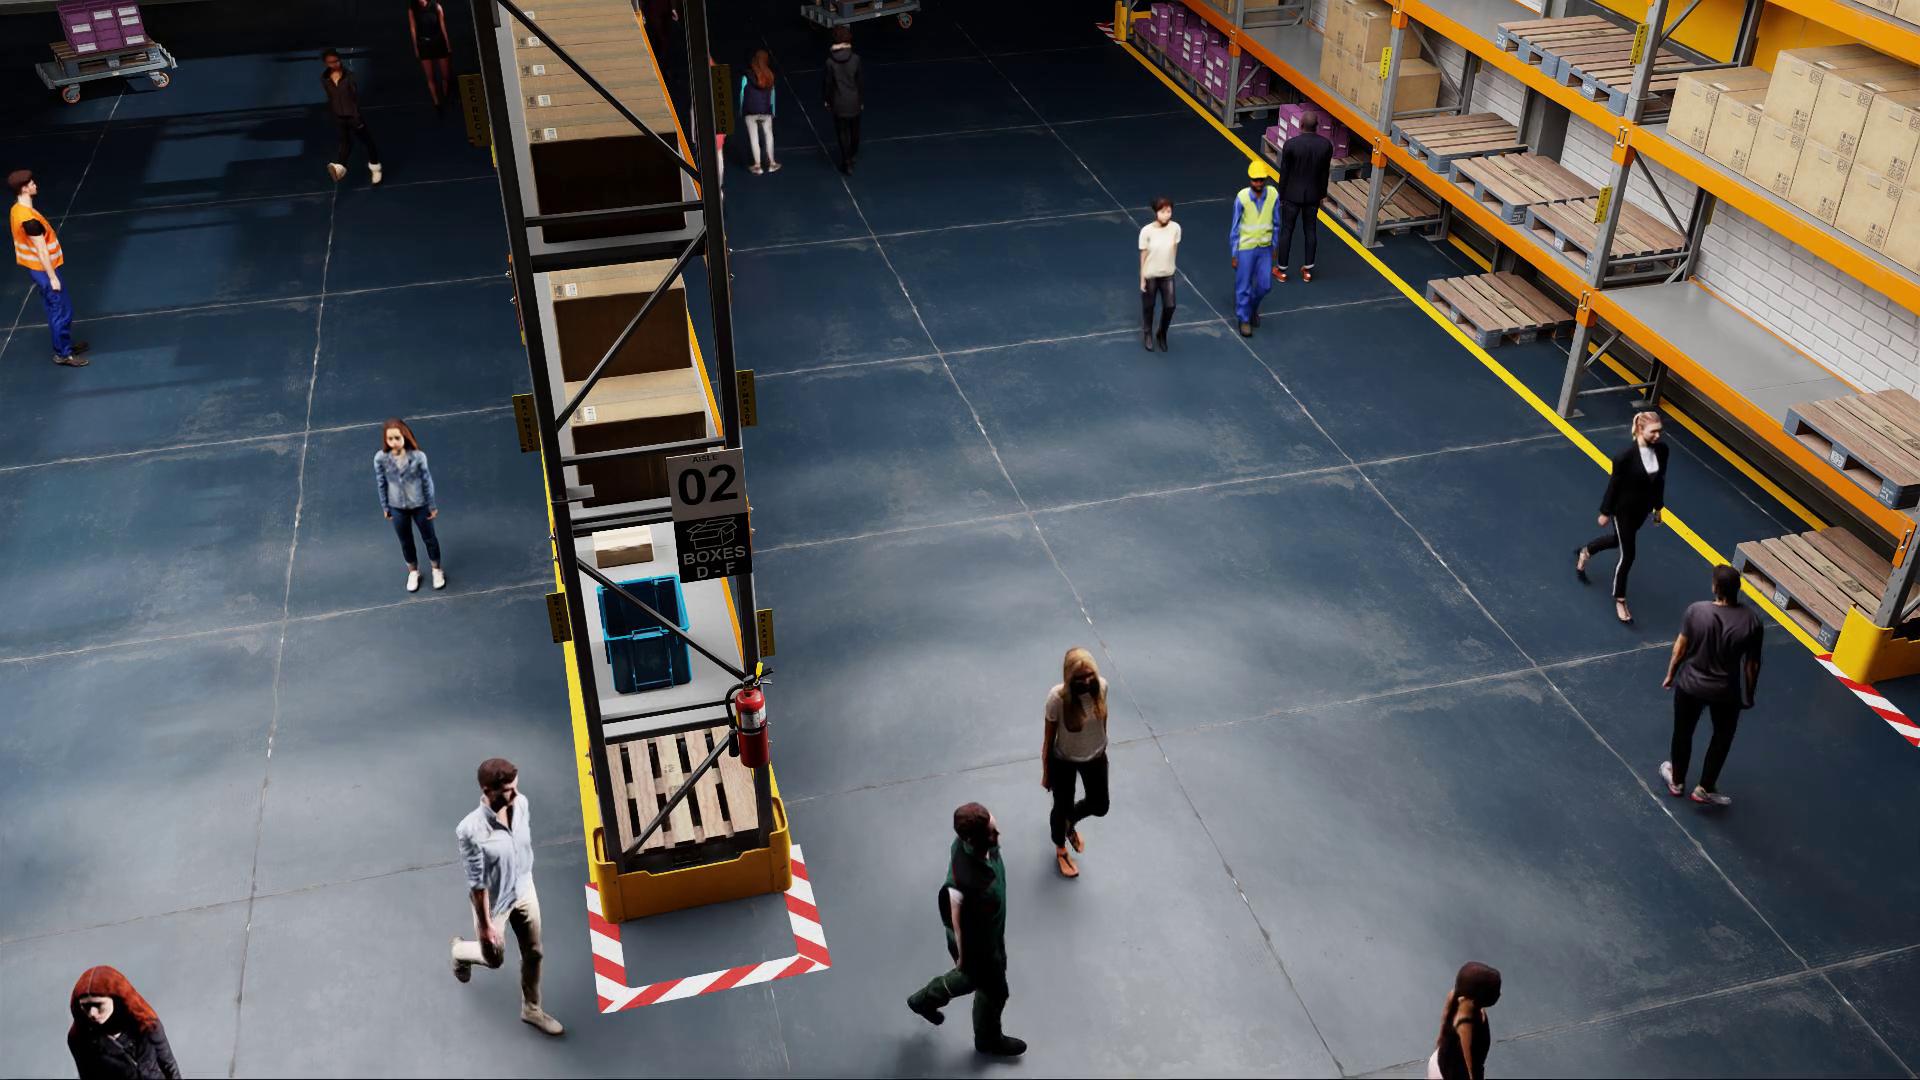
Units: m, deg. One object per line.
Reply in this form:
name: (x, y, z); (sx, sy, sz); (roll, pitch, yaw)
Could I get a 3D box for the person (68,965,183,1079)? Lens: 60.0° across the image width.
person: (-3.916, 2.703, 7.974); (0.585, 1.786, 0.559); (-5, 34, -8)

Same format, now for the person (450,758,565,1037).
person: (-2.571, 1.922, 9.124); (1.153, 1.814, 1.052); (23, 40, 31)

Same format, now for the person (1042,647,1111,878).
person: (0.654, 1.295, 10.077); (0.713, 1.803, 0.758); (-18, 38, -25)

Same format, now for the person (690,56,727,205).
person: (-2.859, -4.685, 19.056); (0.707, 1.824, 0.819); (-17, 37, -24)

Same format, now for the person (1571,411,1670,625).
person: (4.990, -0.246, 12.514); (0.706, 1.671, 1.079); (-14, 36, -20)

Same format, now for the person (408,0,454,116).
person: (-6.934, -6.461, 21.818); (0.665, 1.722, 0.686); (-10, 35, -15)

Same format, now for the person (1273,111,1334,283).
person: (3.581, -3.593, 17.420); (0.734, 1.815, 0.672); (-1, 34, -2)

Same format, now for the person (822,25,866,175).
person: (-1.359, -5.249, 19.962); (0.653, 1.759, 0.846); (-7, 34, -10)

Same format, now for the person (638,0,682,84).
person: (-4.216, -7.293, 22.966); (1.252, 1.839, 1.064); (27, 42, 34)

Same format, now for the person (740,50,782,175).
person: (-2.462, -5.162, 20.083); (0.616, 1.480, 0.581); (-20, 38, -27)

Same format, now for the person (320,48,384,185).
person: (-7.229, -4.913, 19.565); (1.027, 1.640, 0.788); (-8, 34, -12)

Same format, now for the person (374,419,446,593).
person: (-4.220, -0.282, 12.748); (0.575, 1.474, 0.513); (-4, 34, -6)

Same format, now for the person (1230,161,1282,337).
person: (2.871, -2.914, 16.414); (0.696, 1.798, 0.687); (-7, 34, -10)

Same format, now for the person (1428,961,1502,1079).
person: (2.390, 2.664, 8.247); (0.686, 1.549, 0.622); (6, 34, 9)

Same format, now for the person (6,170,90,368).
person: (-8.729, -2.576, 15.831); (0.890, 1.881, 0.740); (-21, 39, -28)

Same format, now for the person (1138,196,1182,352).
person: (1.889, -2.593, 16.132); (0.610, 1.577, 0.599); (-5, 34, -8)

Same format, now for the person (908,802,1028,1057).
person: (0.027, 2.078, 8.877); (0.916, 1.828, 0.956); (4, 34, 6)

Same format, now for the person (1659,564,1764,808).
person: (4.808, 0.951, 10.642); (0.861, 1.751, 0.894); (19, 38, 26)
